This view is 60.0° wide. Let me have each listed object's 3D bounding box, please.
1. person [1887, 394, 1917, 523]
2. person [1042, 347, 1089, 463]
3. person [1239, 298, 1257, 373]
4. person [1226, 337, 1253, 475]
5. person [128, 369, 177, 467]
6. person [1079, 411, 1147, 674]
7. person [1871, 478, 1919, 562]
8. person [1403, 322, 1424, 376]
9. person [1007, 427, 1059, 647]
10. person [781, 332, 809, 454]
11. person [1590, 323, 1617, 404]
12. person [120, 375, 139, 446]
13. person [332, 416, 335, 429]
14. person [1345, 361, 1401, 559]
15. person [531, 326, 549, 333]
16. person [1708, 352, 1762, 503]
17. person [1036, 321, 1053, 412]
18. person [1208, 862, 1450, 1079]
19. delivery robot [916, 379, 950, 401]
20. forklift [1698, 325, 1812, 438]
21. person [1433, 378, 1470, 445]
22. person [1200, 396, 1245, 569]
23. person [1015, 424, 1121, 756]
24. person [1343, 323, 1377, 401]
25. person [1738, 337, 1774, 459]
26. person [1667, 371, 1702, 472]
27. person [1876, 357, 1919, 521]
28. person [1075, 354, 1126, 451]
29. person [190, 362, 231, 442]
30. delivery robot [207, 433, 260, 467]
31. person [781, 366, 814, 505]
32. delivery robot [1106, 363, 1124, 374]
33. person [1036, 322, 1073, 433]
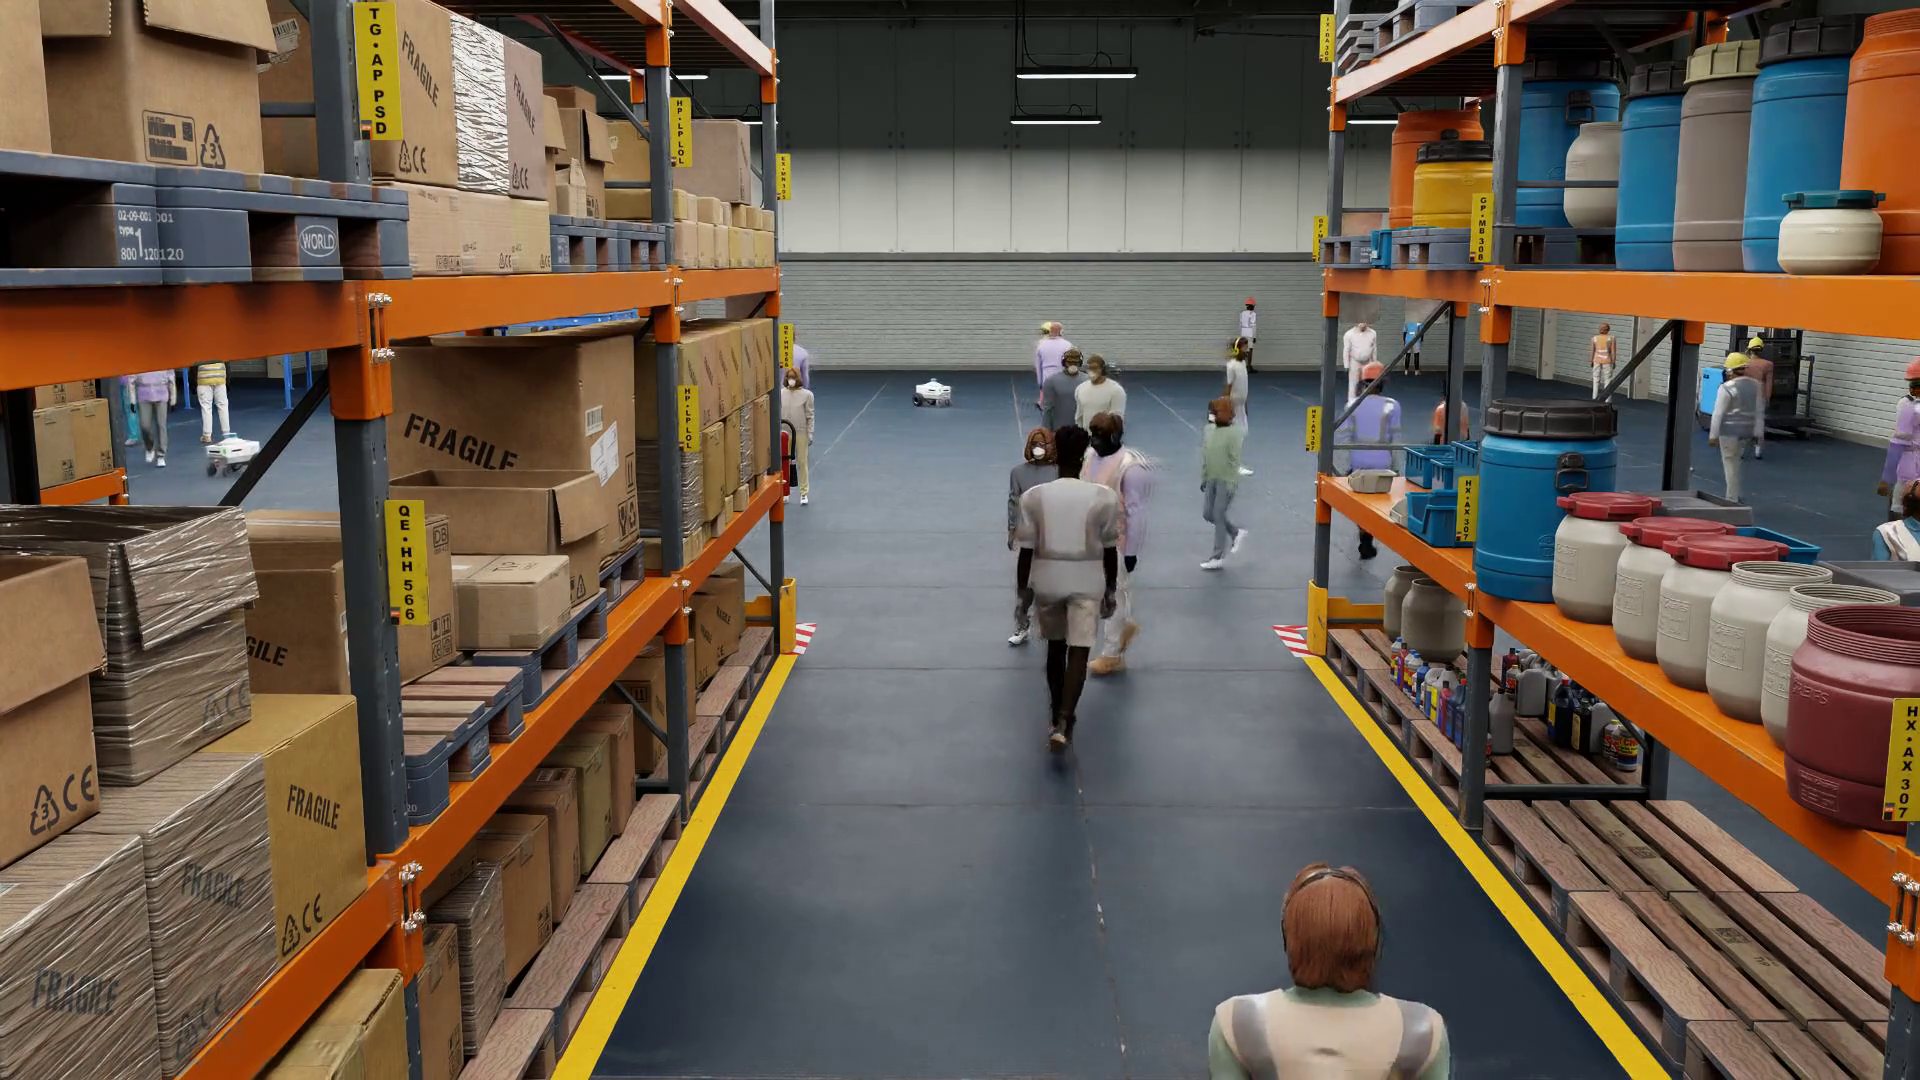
[{"bbox_3d":[9.456,-0.806,16.487,0.505,1.842,0.333,-5,11,-26],"label":"person"},{"bbox_3d":[1.210,-1.162,18.329,0.627,1.934,0.372,-3,10,-17],"label":"person"},{"bbox_3d":[7.482,-5.298,43.086,0.379,1.937,0.547,-6,11,-32],"label":"person"},{"bbox_3d":[3.698,-1.820,22.525,0.584,1.850,0.525,5,11,28],"label":"person"},{"bbox_3d":[-11.291,-1.983,23.285,0.606,1.916,0.420,-4,10,-25],"label":"person"},{"bbox_3d":[1.050,0.010,11.592,0.508,1.835,0.660,-6,11,-33],"label":"person"},{"bbox_3d":[5.442,0.454,9.515,0.521,1.643,0.306,1,10,4],"label":"person"},{"bbox_3d":[11.471,-5.009,42.077,0.540,1.695,0.317,6,11,31],"label":"person"},{"bbox_3d":[0.589,-0.029,12.426,0.500,1.636,0.280,3,10,20],"label":"person"},{"bbox_3d":[-2.553,-2.244,24.918,0.637,1.913,0.902,-3,10,-17],"label":"person"},{"bbox_3d":[13.023,-3.577,33.699,0.521,1.636,0.316,8,12,40],"label":"person"},{"bbox_3d":[-13.065,-2.358,25.830,0.566,1.824,0.574,4,10,20],"label":"person"},{"bbox_3d":[-7.614,-1.568,20.937,0.588,1.870,0.585,-3,10,-18],"label":"person"},{"bbox_3d":[3.913,-0.744,15.911,0.545,1.916,0.701,6,11,31],"label":"person"},{"bbox_3d":[-10.592,-5.125,41.874,0.896,2.000,0.702,6,11,32],"label":"person"},{"bbox_3d":[8.930,-1.268,19.297,0.628,1.814,0.518,-4,10,-22],"label":"person"},{"bbox_3d":[1.627,-3.191,30.994,0.416,1.750,0.550,-5,11,-27],"label":"person"},{"bbox_3d":[0.770,1.481,3.480,0.531,1.605,0.823,1,10,7],"label":"person"},{"bbox_3d":[-0.532,-2.969,33.120,0.707,0.478,0.477,9,13,42],"label":"delivery robot"},{"bbox_3d":[13.248,-3.165,27.620,1.129,2.768,1.873,0,9,1],"label":"forklift"},{"bbox_3d":[5.247,-0.958,17.926,0.857,1.661,0.531,8,13,41],"label":"person"},{"bbox_3d":[2.501,-0.552,15.633,0.549,1.613,0.501,-6,11,-30],"label":"person"},{"bbox_3d":[0.622,0.286,9.747,0.604,1.921,0.967,3,10,15],"label":"person"},{"bbox_3d":[7.561,-3.319,31.457,0.666,1.873,0.567,-1,10,-6],"label":"person"},{"bbox_3d":[11.535,-2.063,24.225,0.525,1.769,0.316,1,10,8],"label":"person"},{"bbox_3d":[9.834,-1.760,22.603,0.539,1.698,0.319,-3,10,-19],"label":"person"},{"bbox_3d":[8.347,-0.583,14.576,0.622,2.026,0.405,-5,11,-27],"label":"person"},{"bbox_3d":[1.403,-0.988,17.383,0.653,1.888,1.000,7,12,36],"label":"person"},{"bbox_3d":[-11.974,-2.489,26.568,0.621,1.839,0.429,-8,12,-39],"label":"person"},{"bbox_3d":[-9.857,-1.207,22.563,0.477,0.478,0.707,3,10,19],"label":"delivery robot"},{"bbox_3d":[-1.973,-1.243,19.700,0.497,1.636,0.286,1,10,8],"label":"person"},{"bbox_3d":[3.501,-3.937,38.141,0.335,0.223,0.698,7,12,35],"label":"delivery robot"},{"bbox_3d":[1.587,-2.558,26.795,0.680,1.889,0.658,5,11,26],"label":"person"}]
